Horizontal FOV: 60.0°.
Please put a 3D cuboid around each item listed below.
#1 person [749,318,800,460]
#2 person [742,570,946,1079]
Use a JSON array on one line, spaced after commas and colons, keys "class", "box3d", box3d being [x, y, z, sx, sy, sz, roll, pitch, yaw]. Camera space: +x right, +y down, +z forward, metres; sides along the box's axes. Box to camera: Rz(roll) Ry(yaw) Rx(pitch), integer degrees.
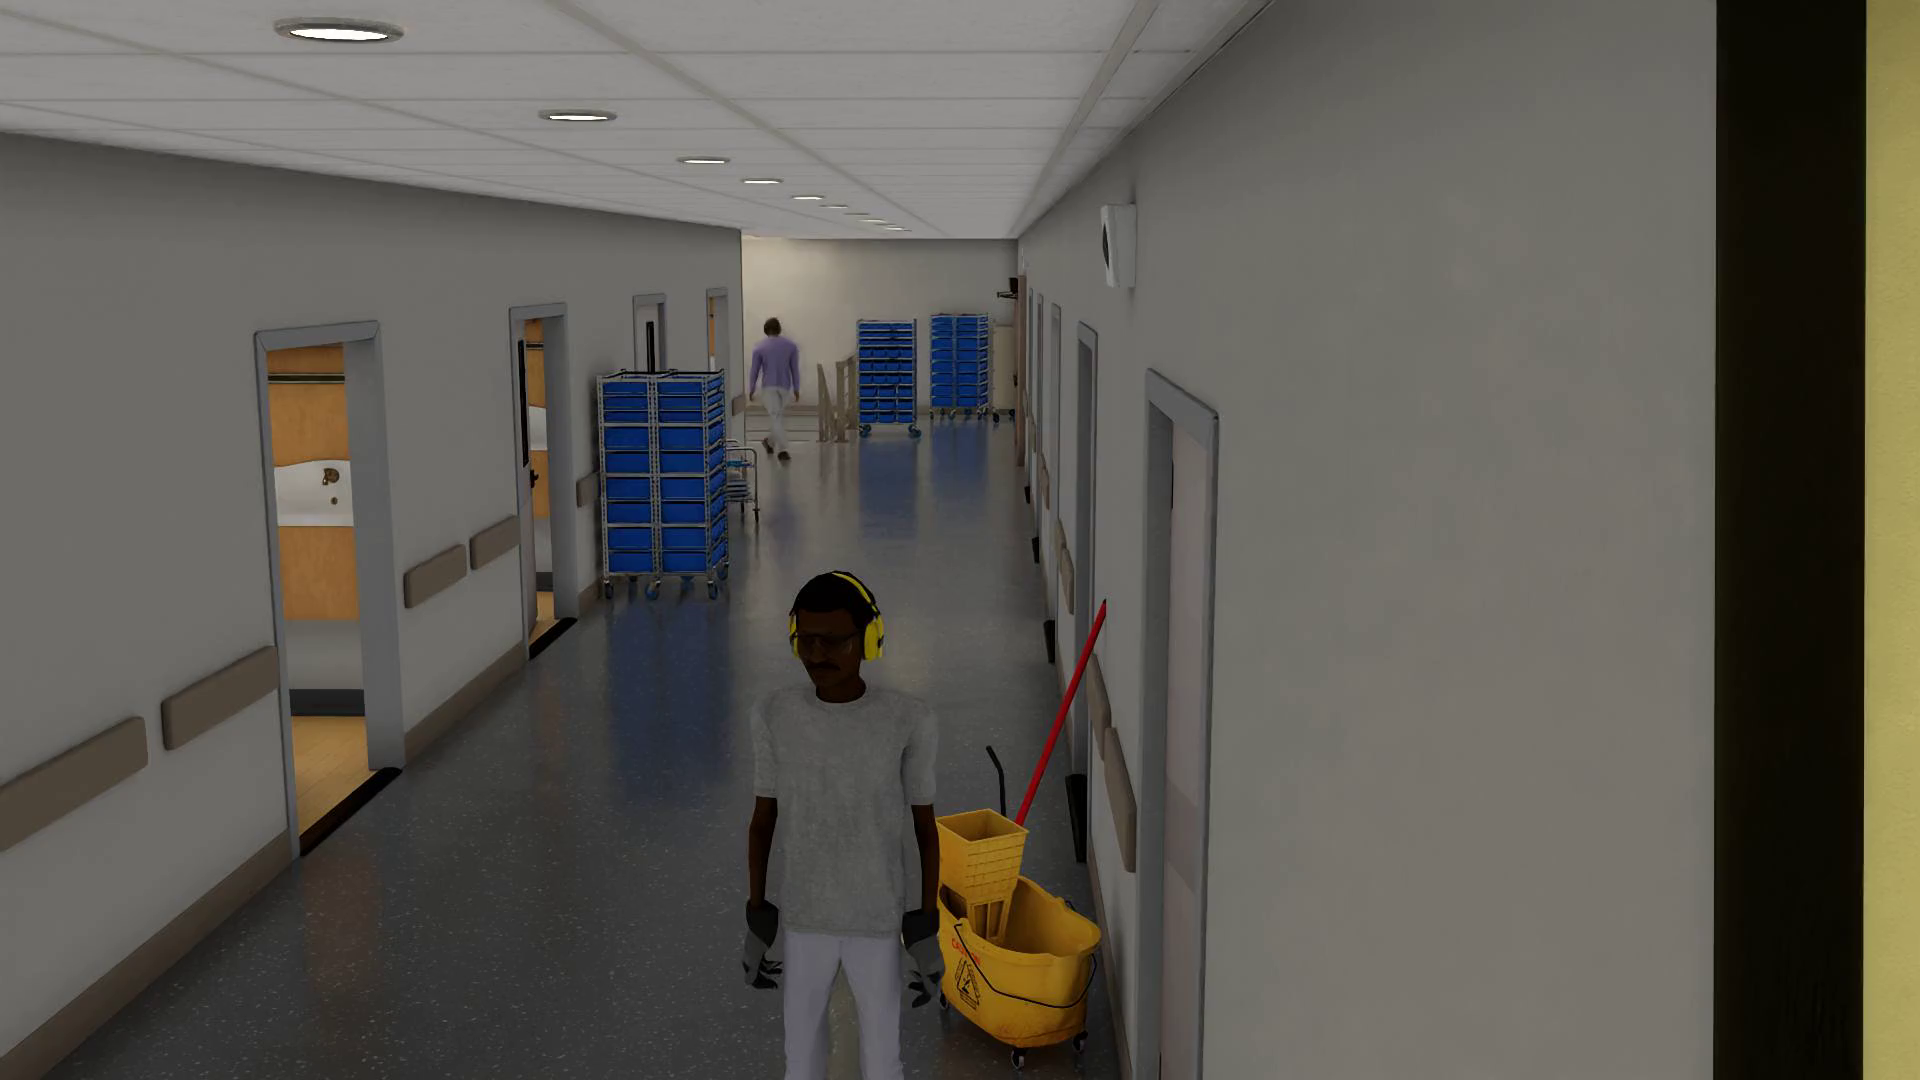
[{"class": "person", "box3d": [-2.512, -2.038, 22.361, 0.643, 1.870, 1.091, -5, 11, -26]}, {"class": "person", "box3d": [-0.300, 0.991, 4.245, 0.535, 1.868, 0.309, 1, 10, 9]}]
